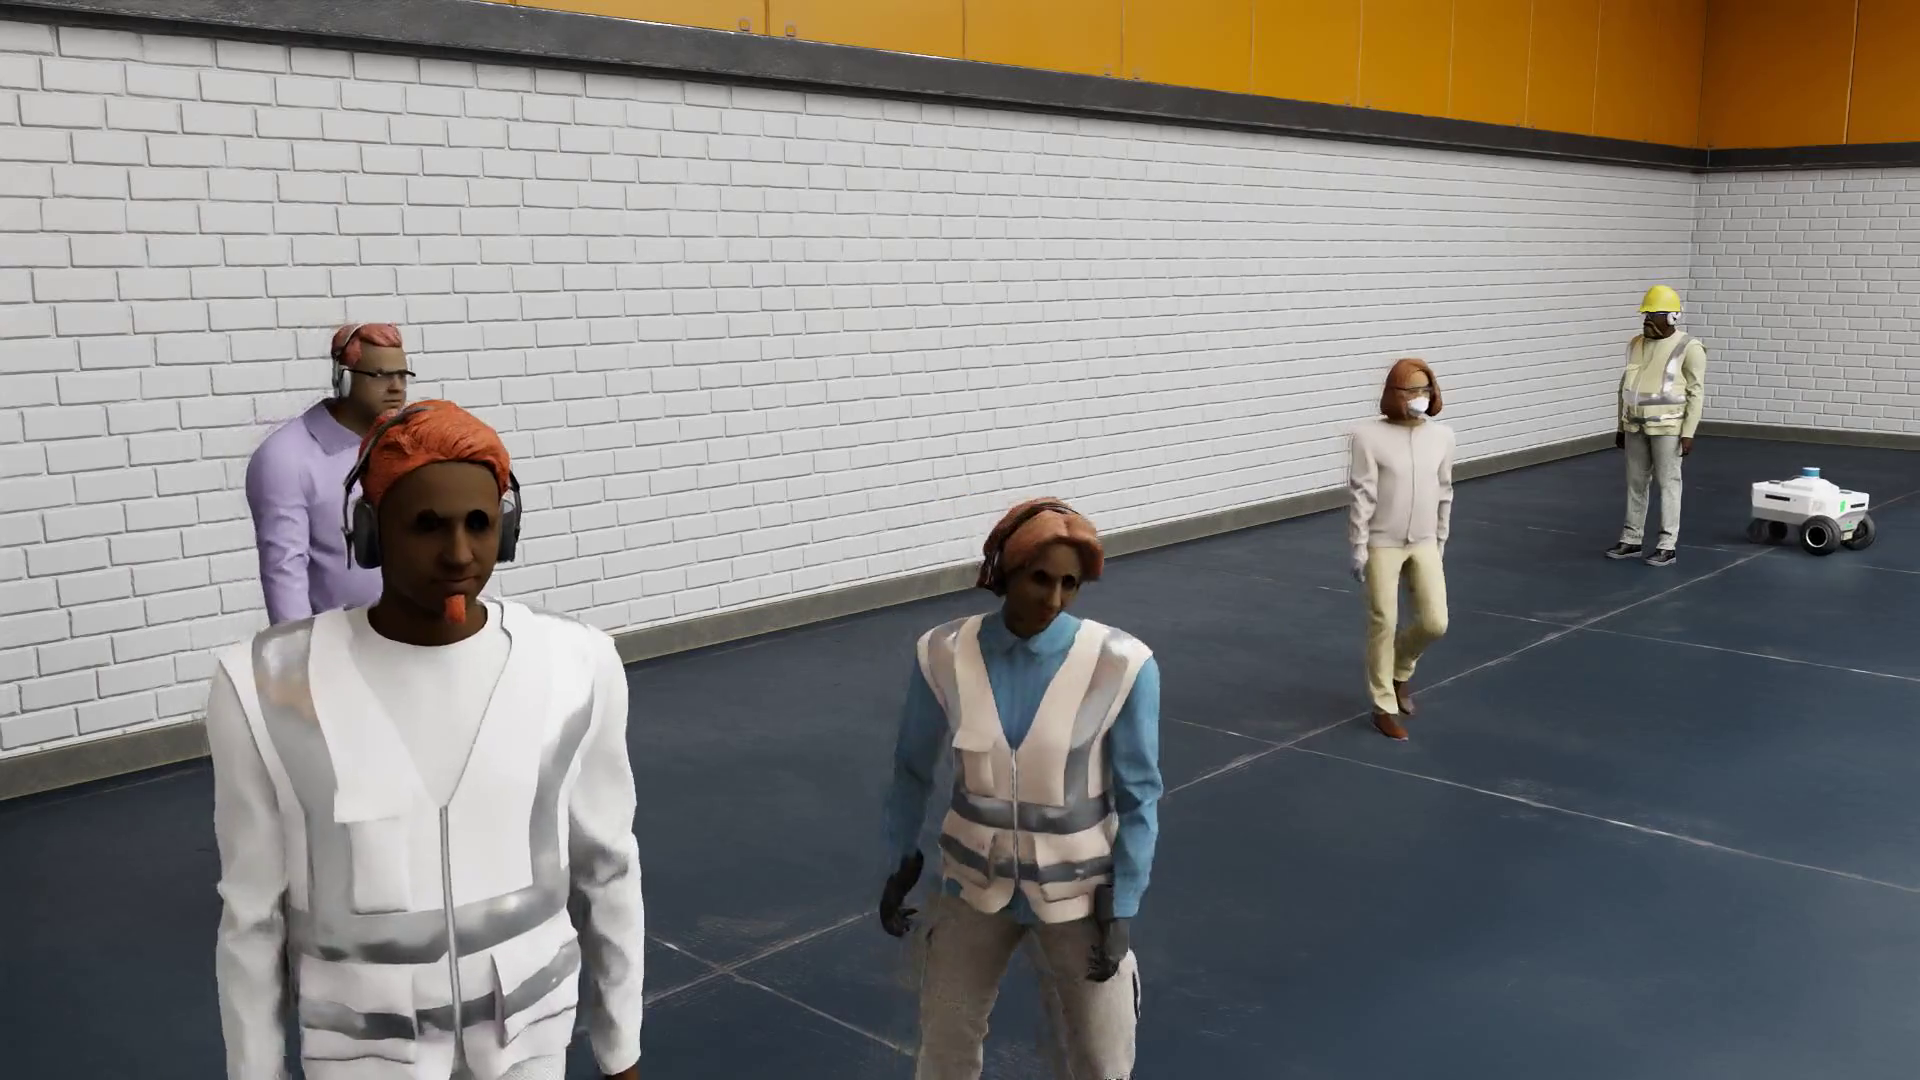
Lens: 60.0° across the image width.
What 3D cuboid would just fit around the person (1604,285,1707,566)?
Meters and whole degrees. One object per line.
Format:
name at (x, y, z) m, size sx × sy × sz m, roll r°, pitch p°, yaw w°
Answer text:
person at (4.563, -0.749, 10.941) m, size 0.404 × 1.829 × 0.605 m, roll -6°, pitch 11°, yaw -29°

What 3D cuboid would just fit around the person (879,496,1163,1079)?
person at (0.048, 0.701, 3.325) m, size 0.728 × 1.614 × 0.327 m, roll 4°, pitch 11°, yaw 19°

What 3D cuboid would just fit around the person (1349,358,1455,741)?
person at (1.865, 0.039, 7.053) m, size 0.506 × 1.622 × 0.388 m, roll -2°, pitch 10°, yaw -12°

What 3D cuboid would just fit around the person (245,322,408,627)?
person at (-1.684, 0.313, 4.821) m, size 0.955 × 1.858 × 0.656 m, roll 10°, pitch 14°, yaw 44°

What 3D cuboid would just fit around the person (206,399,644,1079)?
person at (-0.738, 0.731, 2.396) m, size 0.598 × 1.871 × 0.446 m, roll -5°, pitch 11°, yaw -27°

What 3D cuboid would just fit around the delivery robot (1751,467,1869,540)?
delivery robot at (5.862, -0.259, 11.496) m, size 0.477 × 0.478 × 0.707 m, roll -6°, pitch 11°, yaw -31°
